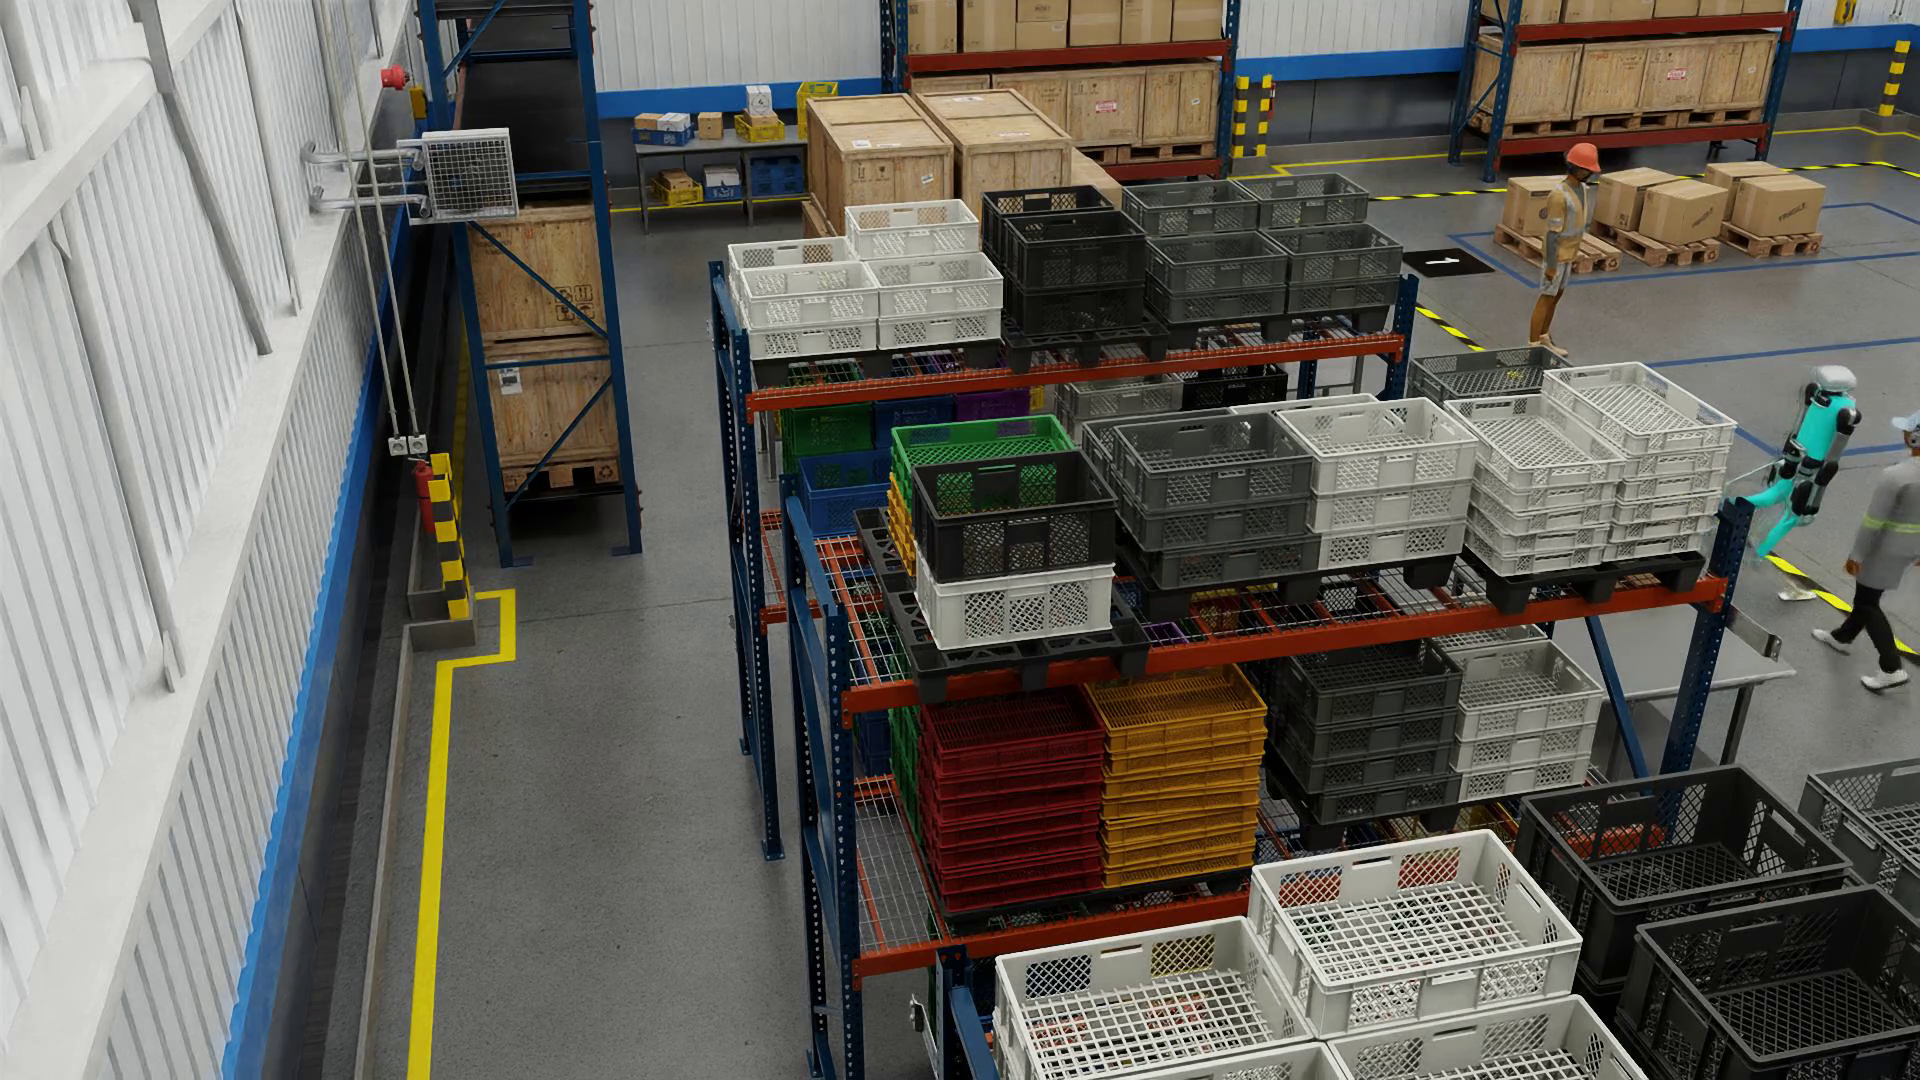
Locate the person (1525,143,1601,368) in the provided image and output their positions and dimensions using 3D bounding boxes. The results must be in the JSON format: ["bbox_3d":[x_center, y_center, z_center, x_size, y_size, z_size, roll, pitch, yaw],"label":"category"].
[{"bbox_3d":[5.458,-2.581,15.048,0.376,2.039,0.605,19,33,32],"label":"person"}]

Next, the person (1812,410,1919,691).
[{"bbox_3d":[5.793,0.032,10.324,0.601,1.832,0.756,-11,30,-20],"label":"person"}]

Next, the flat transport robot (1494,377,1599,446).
[{"bbox_3d":[4.780,-1.036,14.013,0.659,0.231,1.431,-6,28,-12],"label":"flat transport robot"}]

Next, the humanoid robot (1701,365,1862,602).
[{"bbox_3d":[5.395,-0.316,11.147,1.039,1.769,0.533,-1,28,-2],"label":"humanoid robot"}]
